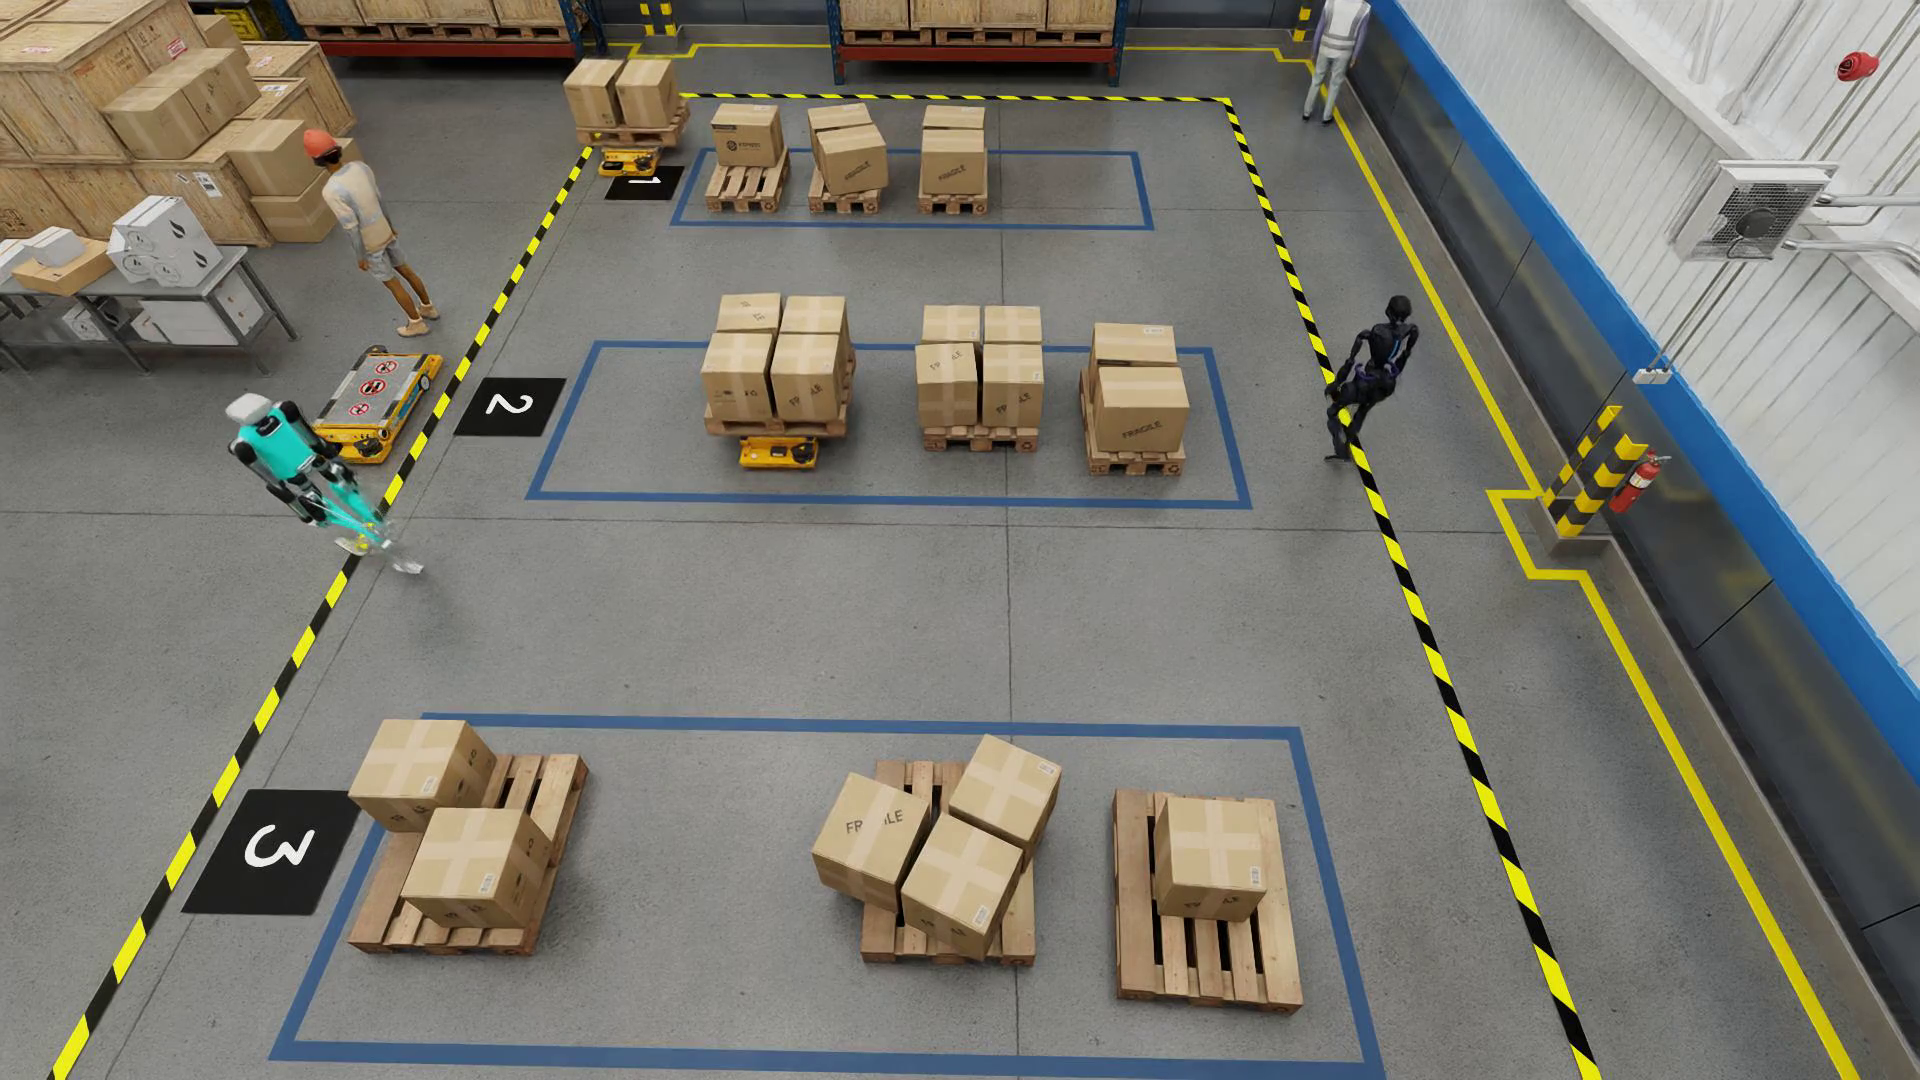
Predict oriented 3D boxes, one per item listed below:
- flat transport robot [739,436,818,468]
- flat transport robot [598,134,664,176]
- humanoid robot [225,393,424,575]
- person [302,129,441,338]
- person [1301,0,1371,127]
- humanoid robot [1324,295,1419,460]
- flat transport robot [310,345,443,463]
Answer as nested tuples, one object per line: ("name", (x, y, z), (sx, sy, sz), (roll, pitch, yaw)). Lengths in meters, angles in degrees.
("flat transport robot", (-1.583, -1.232, 8.392), (0.652, 0.197, 1.431), (1, 50, 1))
("flat transport robot", (-4.092, -5.065, 11.635), (0.652, 0.197, 1.431), (1, 50, 1))
("humanoid robot", (-4.488, -0.311, 6.667), (1.028, 1.724, 0.531), (12, 51, 10))
("person", (-5.528, -2.836, 8.606), (0.373, 2.039, 0.614), (4, 50, 3))
("person", (4.758, -6.202, 11.590), (0.599, 1.829, 0.404), (22, 53, 18))
("humanoid robot", (3.366, -1.302, 7.543), (0.595, 1.645, 0.371), (-7, 50, -6))
("flat transport robot", (-5.383, -1.269, 8.441), (0.659, 0.231, 1.431), (1, 50, 1))
